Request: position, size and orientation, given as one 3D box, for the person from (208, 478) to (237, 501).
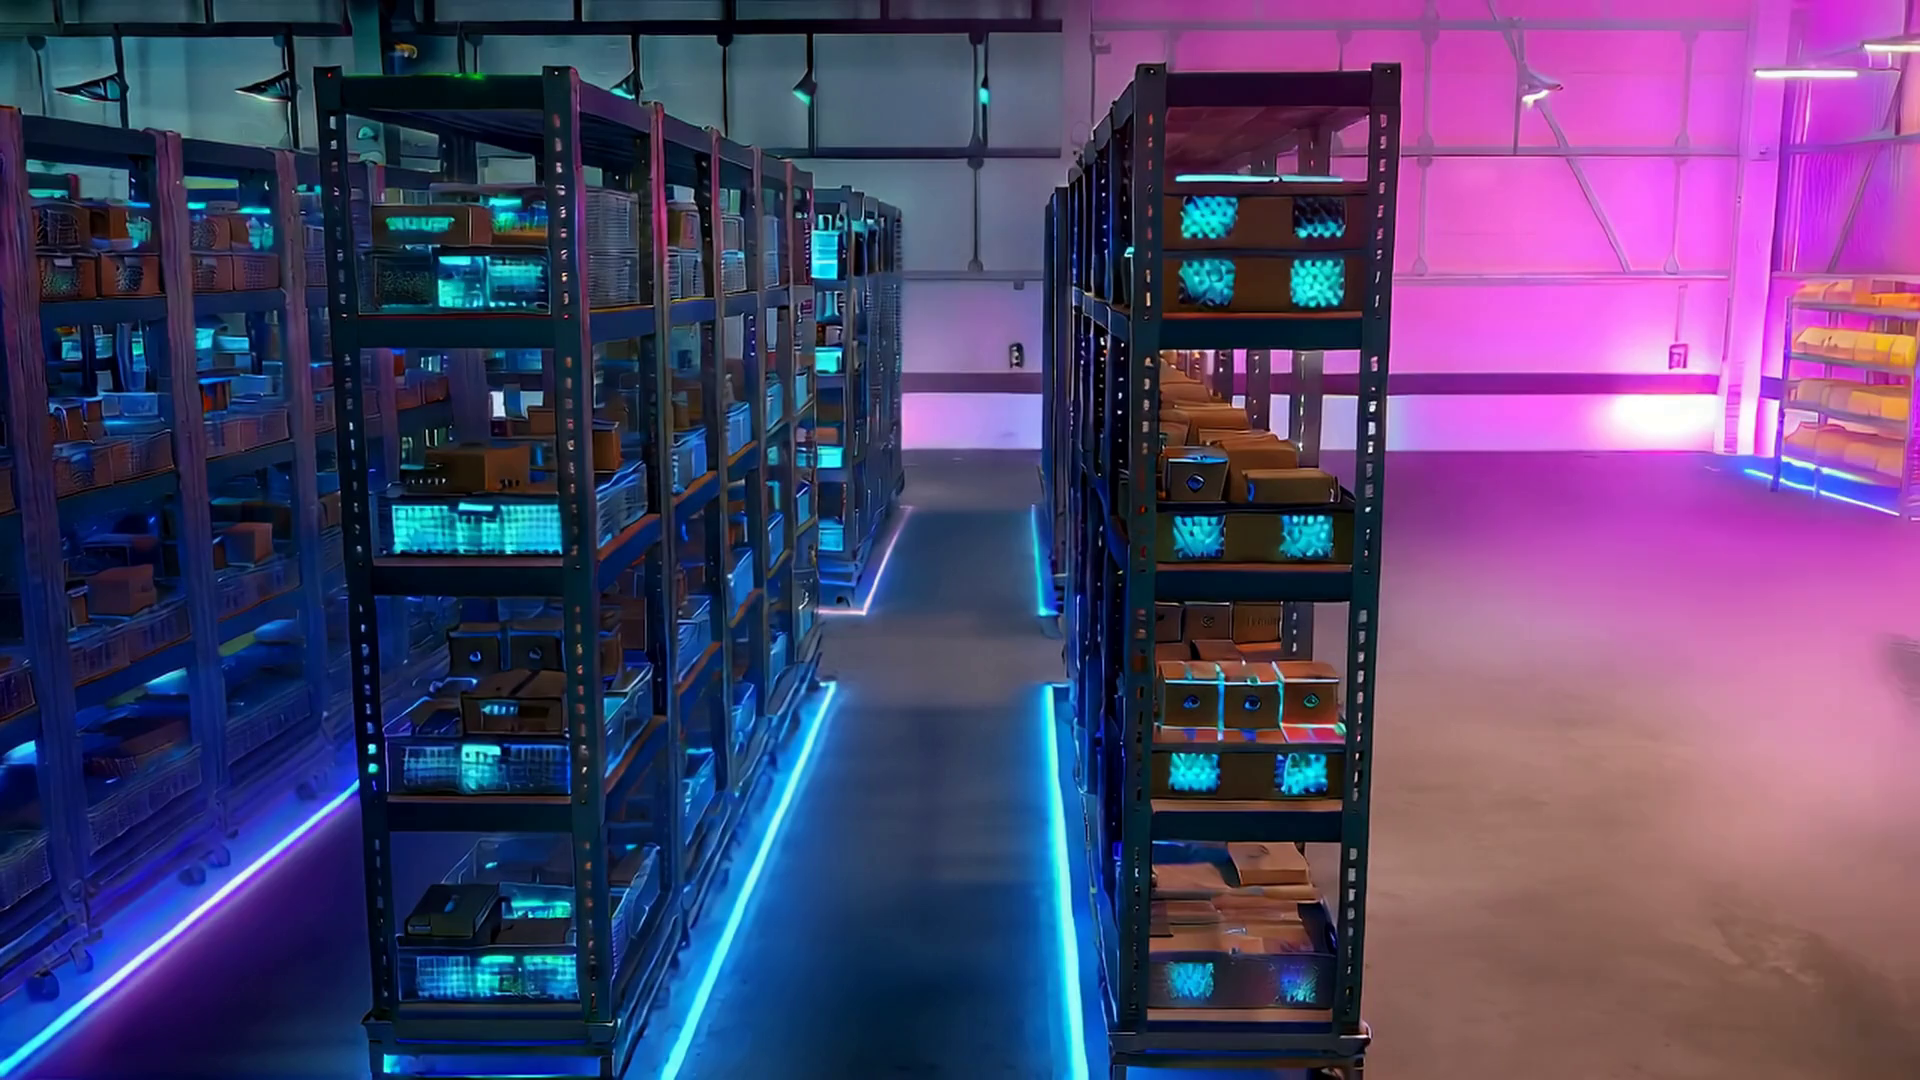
[{"bbox_3d":[-7.592,-0.821,16.892,0.436,1.981,0.628,-2,10,-11],"label":"person"}]
